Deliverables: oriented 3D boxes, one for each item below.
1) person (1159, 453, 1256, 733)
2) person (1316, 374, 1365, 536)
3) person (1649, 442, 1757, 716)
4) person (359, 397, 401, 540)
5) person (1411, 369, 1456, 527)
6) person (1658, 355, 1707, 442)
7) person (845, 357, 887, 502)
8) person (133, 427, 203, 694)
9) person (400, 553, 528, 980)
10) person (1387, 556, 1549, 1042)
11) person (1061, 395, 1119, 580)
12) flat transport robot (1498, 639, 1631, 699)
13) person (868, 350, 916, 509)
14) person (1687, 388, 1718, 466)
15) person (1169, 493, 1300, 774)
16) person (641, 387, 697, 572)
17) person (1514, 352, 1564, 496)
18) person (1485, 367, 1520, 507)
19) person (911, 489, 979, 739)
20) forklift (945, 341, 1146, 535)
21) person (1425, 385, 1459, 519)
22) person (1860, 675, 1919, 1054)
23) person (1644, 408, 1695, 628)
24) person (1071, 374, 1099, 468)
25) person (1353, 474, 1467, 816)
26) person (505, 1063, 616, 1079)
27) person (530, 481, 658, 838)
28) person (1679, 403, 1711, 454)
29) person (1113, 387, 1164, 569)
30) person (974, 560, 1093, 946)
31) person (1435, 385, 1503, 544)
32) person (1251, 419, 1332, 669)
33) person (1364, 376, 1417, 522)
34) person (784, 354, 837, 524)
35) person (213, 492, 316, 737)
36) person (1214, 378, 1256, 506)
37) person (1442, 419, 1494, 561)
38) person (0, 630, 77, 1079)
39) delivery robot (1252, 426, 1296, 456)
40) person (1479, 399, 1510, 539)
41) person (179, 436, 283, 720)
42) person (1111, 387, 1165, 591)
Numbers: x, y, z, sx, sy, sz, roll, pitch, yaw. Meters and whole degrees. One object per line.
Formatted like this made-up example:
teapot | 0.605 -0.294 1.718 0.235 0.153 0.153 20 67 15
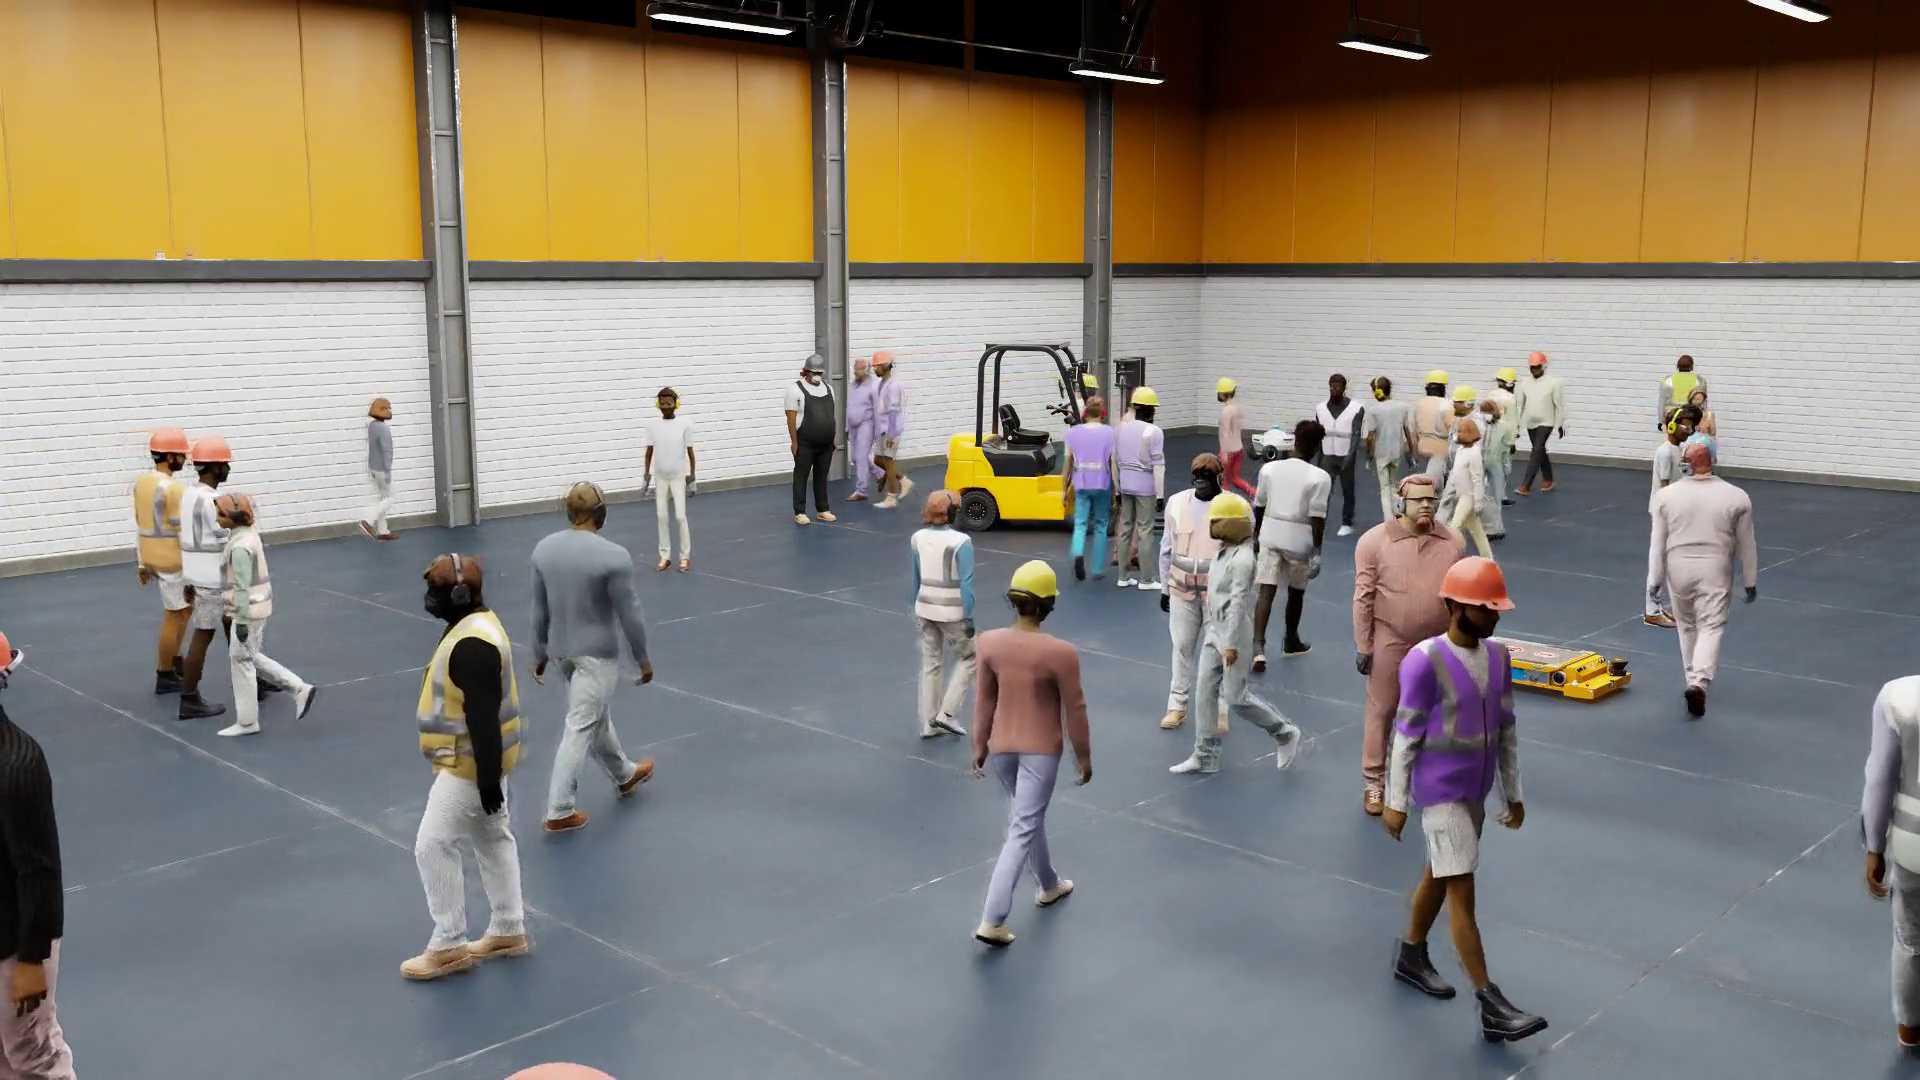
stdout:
person | 1.600 0.346 10.913 0.620 1.845 0.430 4 10 23
person | 4.231 -0.929 18.675 0.579 1.859 0.984 6 11 31
person | 5.110 0.251 11.480 0.682 1.856 0.952 5 11 28
person | -6.458 -0.771 18.451 0.429 1.621 0.505 -8 12 -40
person | 5.432 -1.027 19.180 0.941 1.890 0.596 -5 11 -30
person | 10.077 -1.662 23.224 0.634 1.841 0.429 4 10 23
person | -1.236 -1.466 21.878 0.712 1.889 0.651 -7 12 -37
person | -5.591 0.144 11.916 0.554 1.915 0.554 8 12 40
person | -2.211 0.964 7.170 0.672 1.822 0.662 -3 10 -16
person | 2.072 1.014 6.652 0.569 1.893 0.893 -6 11 -33
person | 1.261 -0.476 16.027 0.591 1.819 0.669 2 9 10
flat transport robot | 4.118 0.906 12.284 1.431 0.197 0.652 9 13 43
person | -0.867 -1.398 21.082 0.552 2.023 0.632 -4 10 -22
person | 8.773 -1.007 19.889 0.517 1.625 0.375 -1 9 -8
person | 1.661 0.569 9.922 0.709 1.719 0.490 -2 10 -15
person | -2.911 -0.606 16.714 0.539 1.855 0.354 1 9 8
person | 7.841 -1.588 22.511 1.078 1.932 0.632 -8 12 -39
person | 6.775 -1.288 21.038 0.646 1.806 0.586 -1 9 -7
person | -0.091 0.484 10.721 0.544 1.625 0.375 8 12 41
forklift | 0.977 -1.223 19.452 2.313 2.155 1.214 2 9 11
person | 5.812 -1.069 20.091 0.426 1.669 0.563 -1 9 -4
person | 3.680 1.100 6.095 0.616 1.904 0.951 8 12 39
person | 6.036 -0.193 14.154 0.327 1.865 0.518 5 10 26
person | 1.572 -1.239 21.032 0.917 1.707 0.536 -1 9 -4
person | 2.510 0.583 9.260 0.641 1.908 0.407 -1 9 -4
person | -0.499 1.677 2.314 0.398 1.986 0.637 -5 10 -27
person | -1.985 0.613 9.129 0.655 1.882 1.004 5 11 30
person | 7.474 -0.560 16.952 0.599 1.679 0.538 -1 9 -8
person | 1.770 -0.610 16.716 0.573 1.862 0.657 2 10 14
person | 0.312 0.949 7.594 0.542 1.720 0.919 6 11 35
person | 5.567 -0.813 18.257 0.957 1.777 0.593 -2 9 -12
person | 2.474 0.029 12.695 0.693 1.907 0.974 6 11 34
person | 4.798 -0.922 18.702 0.589 1.833 0.564 -2 10 -13
person | -1.725 -1.217 19.887 0.676 2.000 0.536 -8 12 -40
person | -4.543 0.478 10.765 0.530 1.615 0.538 -3 10 -15
person | 3.307 -1.071 19.923 0.648 1.742 0.544 5 11 29
person | 4.831 -0.380 16.124 0.869 1.582 0.516 1 9 3
person | -2.988 1.209 5.151 0.610 1.996 0.386 8 12 42
delivery robot | 4.985 -1.567 26.291 0.707 0.478 0.477 -4 10 -23
person | 5.925 -0.790 18.677 0.510 1.578 0.875 1 9 4
person | -4.979 0.244 11.372 0.926 1.898 0.560 -8 12 -39
person | 1.701 -0.482 15.736 0.383 1.923 0.590 -9 13 -44
